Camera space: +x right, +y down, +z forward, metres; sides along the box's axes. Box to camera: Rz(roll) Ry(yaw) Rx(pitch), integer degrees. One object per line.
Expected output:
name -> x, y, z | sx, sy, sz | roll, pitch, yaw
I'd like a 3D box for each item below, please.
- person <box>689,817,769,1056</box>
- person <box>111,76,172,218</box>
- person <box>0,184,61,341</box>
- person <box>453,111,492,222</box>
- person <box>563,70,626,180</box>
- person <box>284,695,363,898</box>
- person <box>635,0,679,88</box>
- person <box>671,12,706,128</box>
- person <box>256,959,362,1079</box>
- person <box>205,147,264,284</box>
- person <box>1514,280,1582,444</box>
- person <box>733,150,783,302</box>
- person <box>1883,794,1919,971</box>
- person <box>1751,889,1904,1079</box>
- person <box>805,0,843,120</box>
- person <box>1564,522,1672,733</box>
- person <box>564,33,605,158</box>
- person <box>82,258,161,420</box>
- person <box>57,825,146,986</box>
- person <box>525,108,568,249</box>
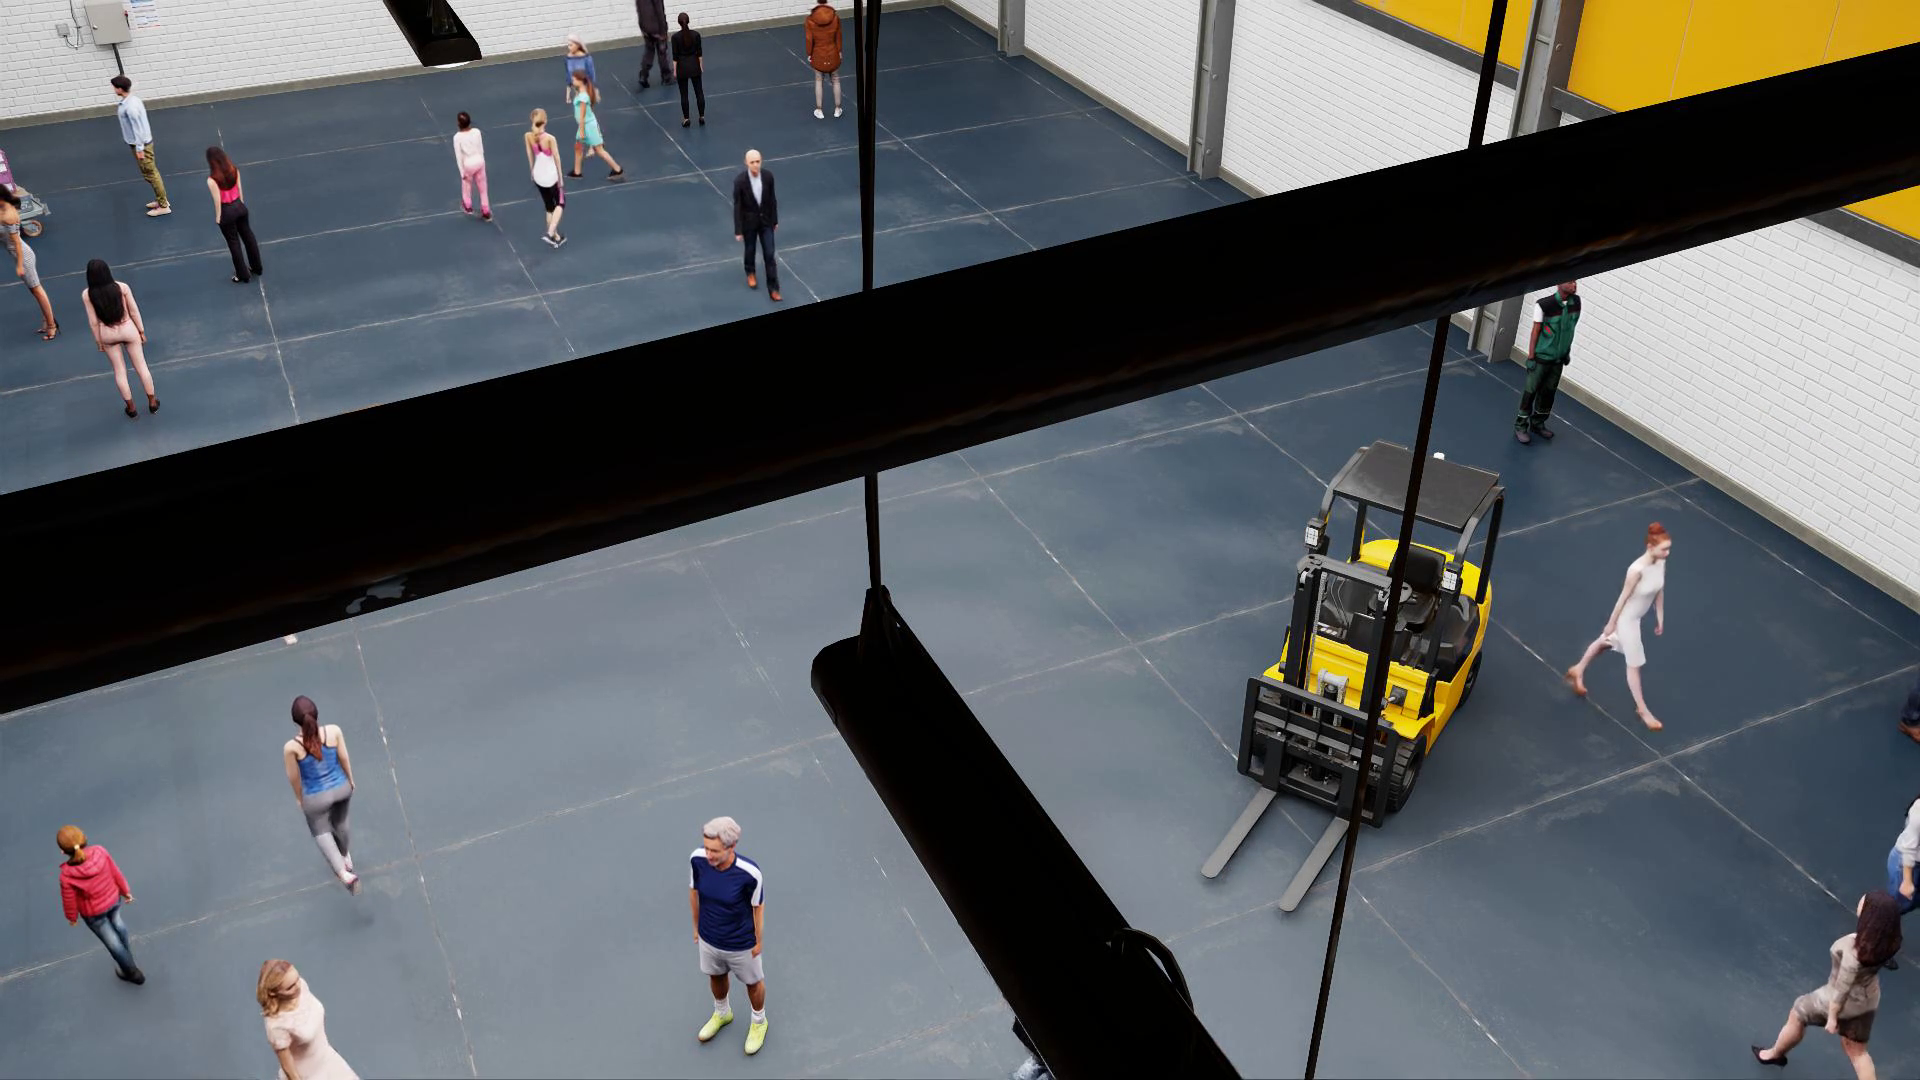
person -> -1.413, 2.390, 10.184 | 0.720, 1.839, 0.774 | 11, 35, 15
person -> -10.570, -5.105, 21.487 | 0.744, 1.809, 0.513 | -11, 35, -17
person -> -10.382, -3.104, 18.463 | 0.678, 1.824, 0.507 | -19, 38, -26
person -> -6.228, -4.789, 21.361 | 0.644, 1.422, 0.871 | -20, 39, -27
person -> -4.936, -5.558, 22.431 | 0.851, 1.519, 1.072 | -3, 34, -4
person -> -4.315, 1.757, 11.358 | 0.683, 1.594, 0.967 | -23, 40, -30
person -> -4.784, -7.920, 25.680 | 0.994, 1.856, 1.015 | 20, 38, 27
person -> -3.959, -6.850, 24.245 | 0.601, 1.662, 0.550 | -13, 36, -19
person -> -3.717, 2.970, 9.328 | 0.765, 1.820, 0.670 | 4, 34, 6
person -> -8.660, -3.882, 19.777 | 0.705, 1.665, 0.663 | 15, 36, 21
person -> 5.856, -1.850, 16.563 | 0.688, 1.839, 0.611 | -12, 35, -17
person -> -2.402, -3.719, 19.452 | 0.764, 1.754, 1.194 | -12, 35, -17
person -> 6.177, 2.076, 10.853 | 0.609, 1.622, 0.569 | -14, 36, -21
person -> 5.260, 2.770, 9.732 | 0.626, 1.707, 1.100 | -12, 36, -18
person -> -1.985, -7.153, 24.540 | 0.776, 1.840, 0.786 | -6, 34, -9
person -> 5.134, 0.600, 12.966 | 0.754, 1.740, 1.144 | -24, 40, -31
person -> -5.222, -6.320, 23.435 | 0.864, 1.676, 0.902 | 16, 37, 23
person -> -8.594, -2.070, 17.002 | 0.633, 1.720, 0.527 | -17, 37, -24
person -> -5.478, 2.372, 10.692 | 0.731, 1.307, 0.672 | 17, 37, 24
person -> -5.126, -4.402, 20.457 | 0.834, 1.778, 0.903 | 9, 35, 14
